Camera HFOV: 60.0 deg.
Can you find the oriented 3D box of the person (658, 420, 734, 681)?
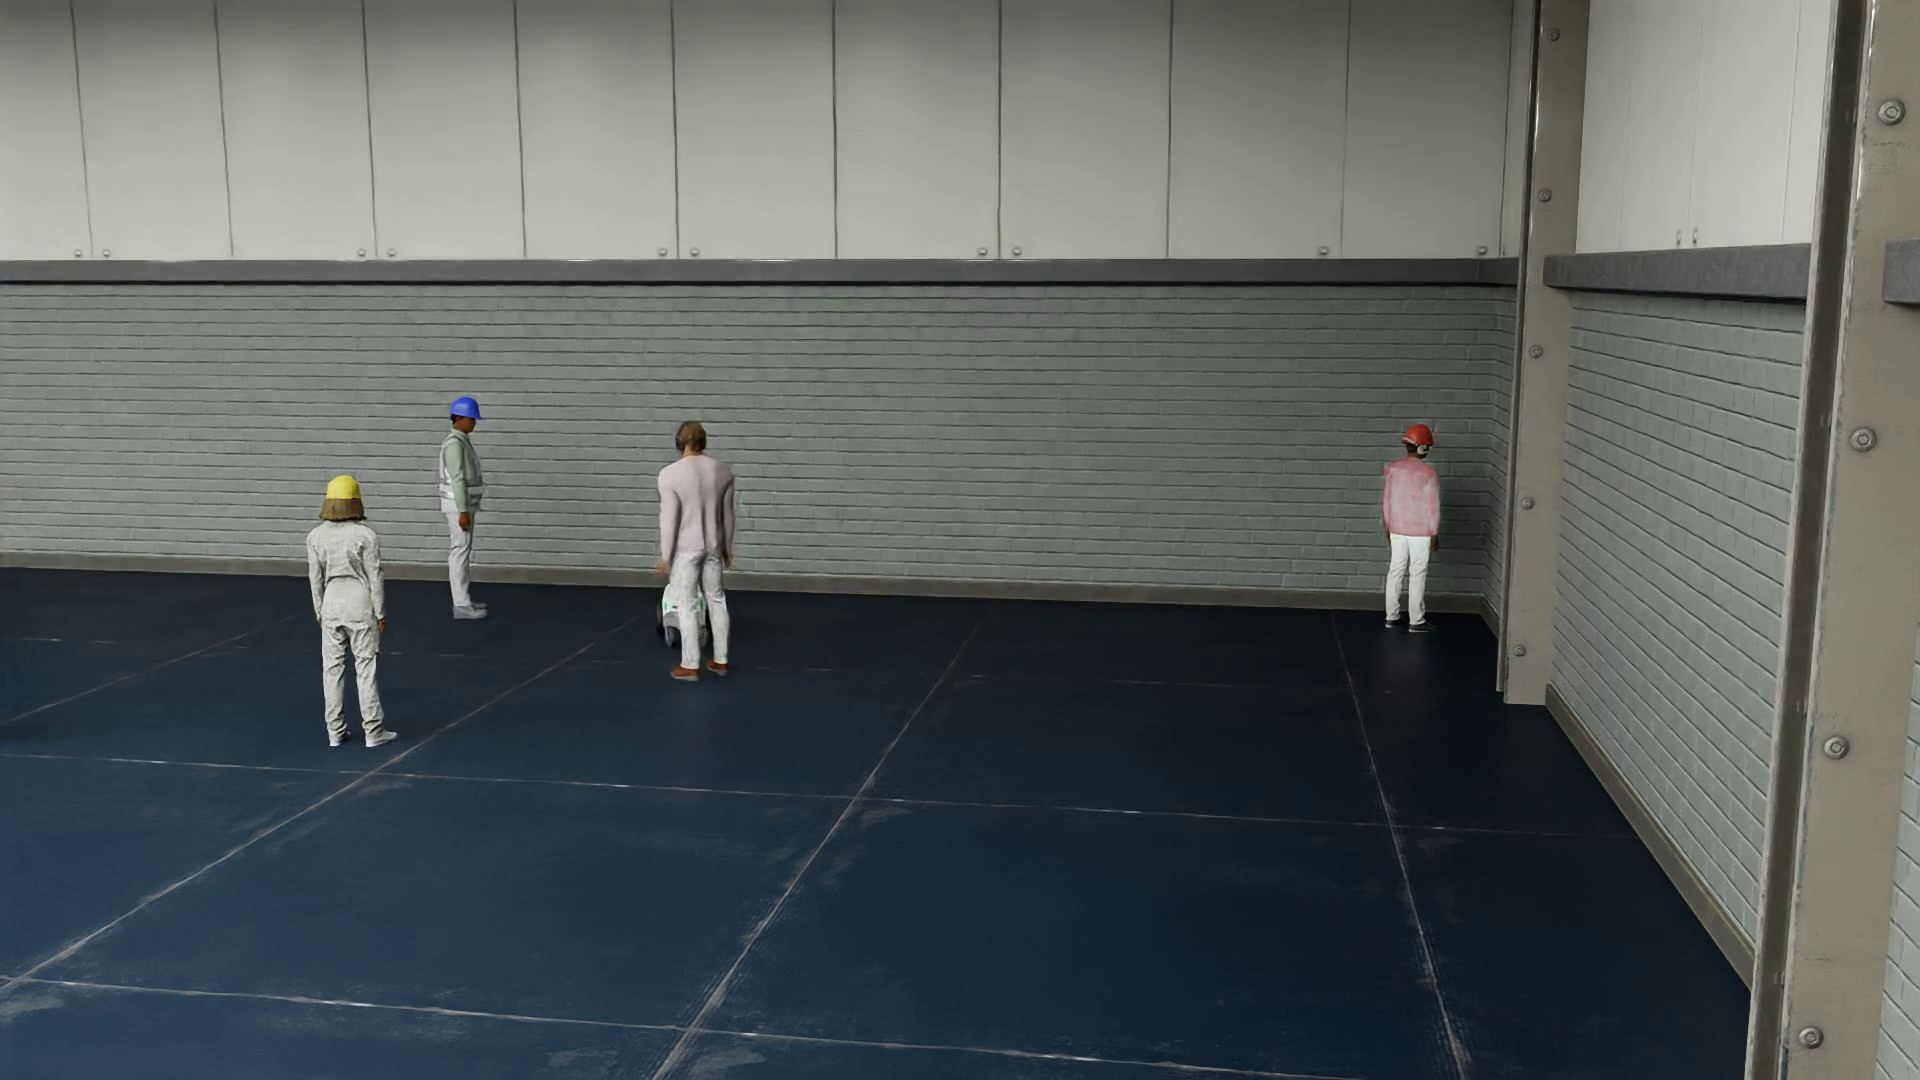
[{"bbox_3d":[-1.952,0.076,12.341,0.635,1.937,0.353,-8,12,-42],"label":"person"}]

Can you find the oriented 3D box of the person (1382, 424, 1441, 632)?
[{"bbox_3d":[3.828,-0.105,14.030,0.342,1.748,0.573,-6,11,-34],"label":"person"}]

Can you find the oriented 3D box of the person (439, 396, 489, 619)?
[{"bbox_3d":[-4.346,-0.286,14.573,0.401,1.938,0.602,-2,10,-14],"label":"person"}]

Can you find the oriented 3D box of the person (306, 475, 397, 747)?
[{"bbox_3d":[-3.884,0.456,10.605,0.486,1.743,0.299,1,9,6],"label":"person"}]

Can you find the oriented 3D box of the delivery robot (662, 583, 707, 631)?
[{"bbox_3d":[-2.254,0.510,13.621,0.477,0.478,0.707,-1,9,-8],"label":"delivery robot"}]
